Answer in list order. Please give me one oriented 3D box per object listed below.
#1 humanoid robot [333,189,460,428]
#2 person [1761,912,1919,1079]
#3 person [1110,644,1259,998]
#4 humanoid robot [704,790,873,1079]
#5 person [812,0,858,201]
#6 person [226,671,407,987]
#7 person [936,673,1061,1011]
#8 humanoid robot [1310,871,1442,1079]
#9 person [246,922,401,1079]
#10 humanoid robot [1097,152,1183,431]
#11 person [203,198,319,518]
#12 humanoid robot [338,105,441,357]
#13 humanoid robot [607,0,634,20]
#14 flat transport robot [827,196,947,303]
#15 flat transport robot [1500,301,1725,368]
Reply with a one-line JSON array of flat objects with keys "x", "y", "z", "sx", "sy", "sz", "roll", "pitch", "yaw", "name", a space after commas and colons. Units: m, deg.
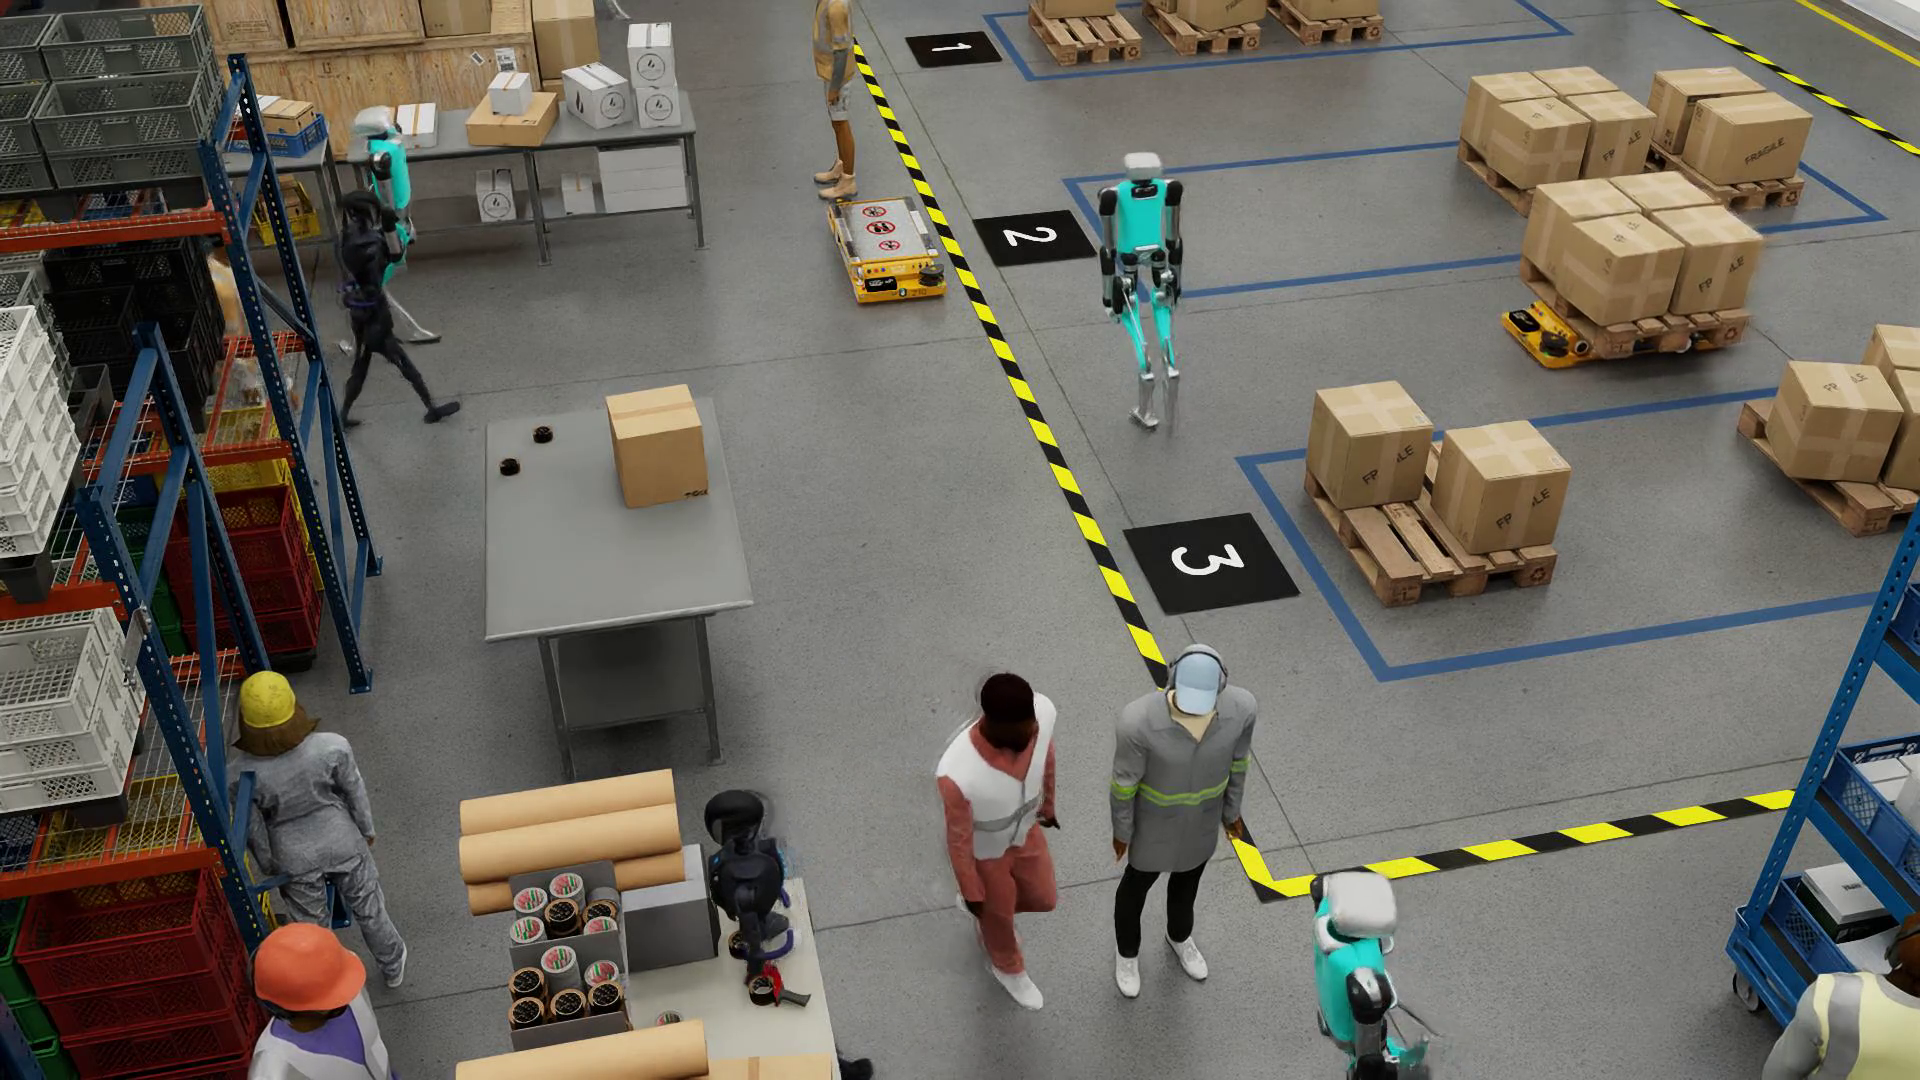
[{"x": -3.667, "y": -1.397, "z": 10.304, "sx": 0.796, "sy": 1.623, "sz": 0.611, "roll": -17, "pitch": 40, "yaw": -22, "name": "humanoid robot"}, {"x": 3.027, "y": 1.916, "z": 5.660, "sx": 0.632, "sy": 1.842, "sz": 0.429, "roll": 9, "pitch": 38, "yaw": 11, "name": "person"}, {"x": 0.889, "y": 1.129, "z": 6.714, "sx": 0.588, "sy": 1.848, "sz": 0.405, "roll": -9, "pitch": 38, "yaw": -11, "name": "person"}, {"x": -0.724, "y": 1.561, "z": 6.327, "sx": 0.746, "sy": 1.656, "sz": 0.609, "roll": -6, "pitch": 37, "yaw": -8, "name": "humanoid robot"}, {"x": -0.999, "y": -3.672, "z": 13.001, "sx": 0.367, "sy": 2.048, "sz": 0.606, "roll": -5, "pitch": 37, "yaw": -7, "name": "person"}, {"x": -2.594, "y": 1.227, "z": 6.695, "sx": 0.485, "sy": 1.711, "sz": 0.293, "roll": -18, "pitch": 40, "yaw": -22, "name": "person"}, {"x": 0.148, "y": 1.182, "z": 6.615, "sx": 0.631, "sy": 1.887, "sz": 0.471, "roll": -28, "pitch": 45, "yaw": -33, "name": "person"}, {"x": 1.544, "y": 1.809, "z": 5.904, "sx": 0.765, "sy": 1.776, "sz": 0.561, "roll": -4, "pitch": 37, "yaw": -6, "name": "humanoid robot"}, {"x": -1.954, "y": 1.959, "z": 5.437, "sx": 0.391, "sy": 2.041, "sz": 0.610, "roll": 4, "pitch": 37, "yaw": 5, "name": "person"}, {"x": 1.170, "y": -1.397, "z": 10.276, "sx": 0.557, "sy": 1.866, "sz": 0.788, "roll": -9, "pitch": 38, "yaw": -12, "name": "humanoid robot"}, {"x": -4.091, "y": -1.041, "z": 9.597, "sx": 0.434, "sy": 1.898, "sz": 0.580, "roll": -8, "pitch": 37, "yaw": -11, "name": "person"}, {"x": -3.967, "y": -1.969, "z": 11.030, "sx": 0.834, "sy": 1.860, "sz": 0.567, "roll": -2, "pitch": 37, "yaw": -2, "name": "humanoid robot"}, {"x": -3.803, "y": -5.984, "z": 16.406, "sx": 1.015, "sy": 1.781, "sz": 0.530, "roll": 8, "pitch": 37, "yaw": 11, "name": "humanoid robot"}, {"x": -0.570, "y": -2.220, "z": 12.538, "sx": 0.659, "sy": 0.231, "sz": 1.431, "roll": -8, "pitch": 37, "yaw": -10, "name": "flat transport robot"}, {"x": 4.581, "y": -1.517, "z": 11.569, "sx": 1.431, "sy": 0.197, "sz": 0.652, "roll": -8, "pitch": 37, "yaw": -10, "name": "flat transport robot"}]
